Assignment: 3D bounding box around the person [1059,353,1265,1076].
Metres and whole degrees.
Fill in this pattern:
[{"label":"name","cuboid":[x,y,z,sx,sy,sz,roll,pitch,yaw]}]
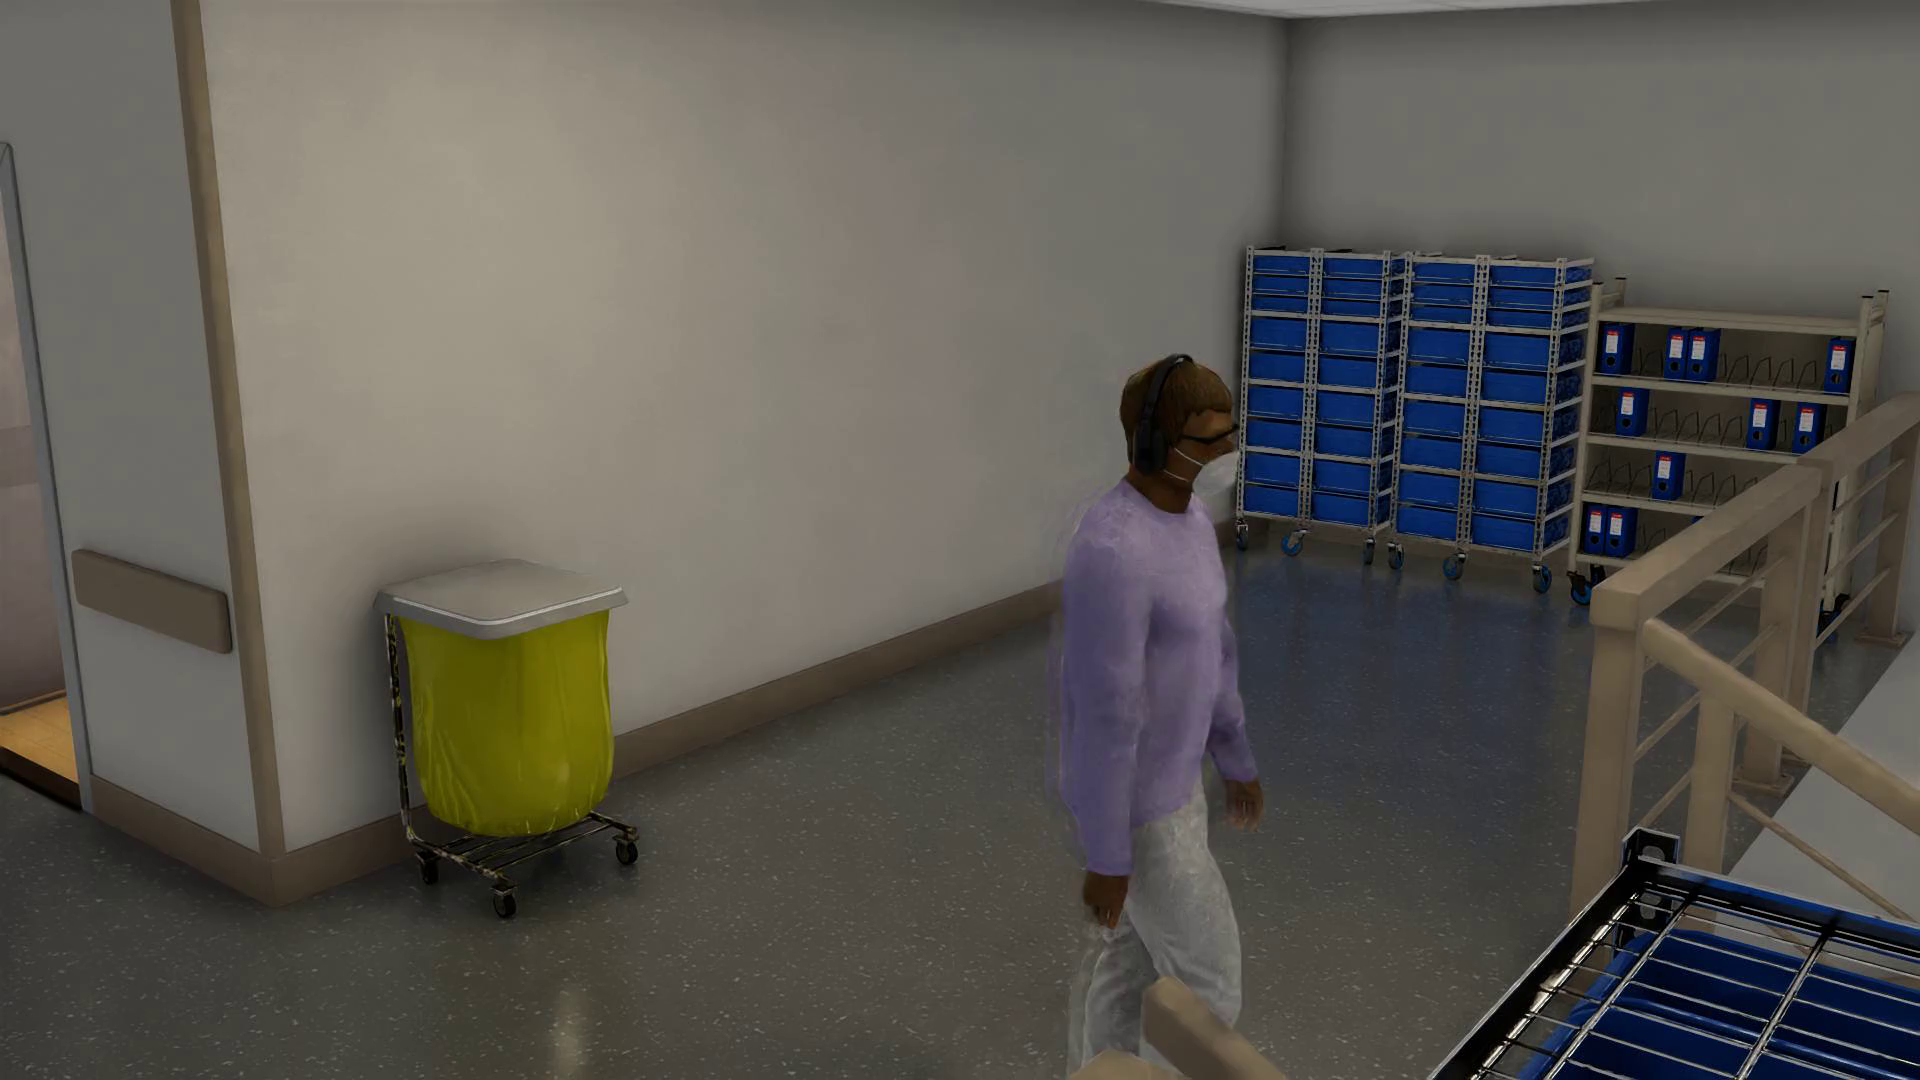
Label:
[{"label":"person","cuboid":[0.474,0.565,3.525,0.548,1.920,0.660,4,14,17]}]
